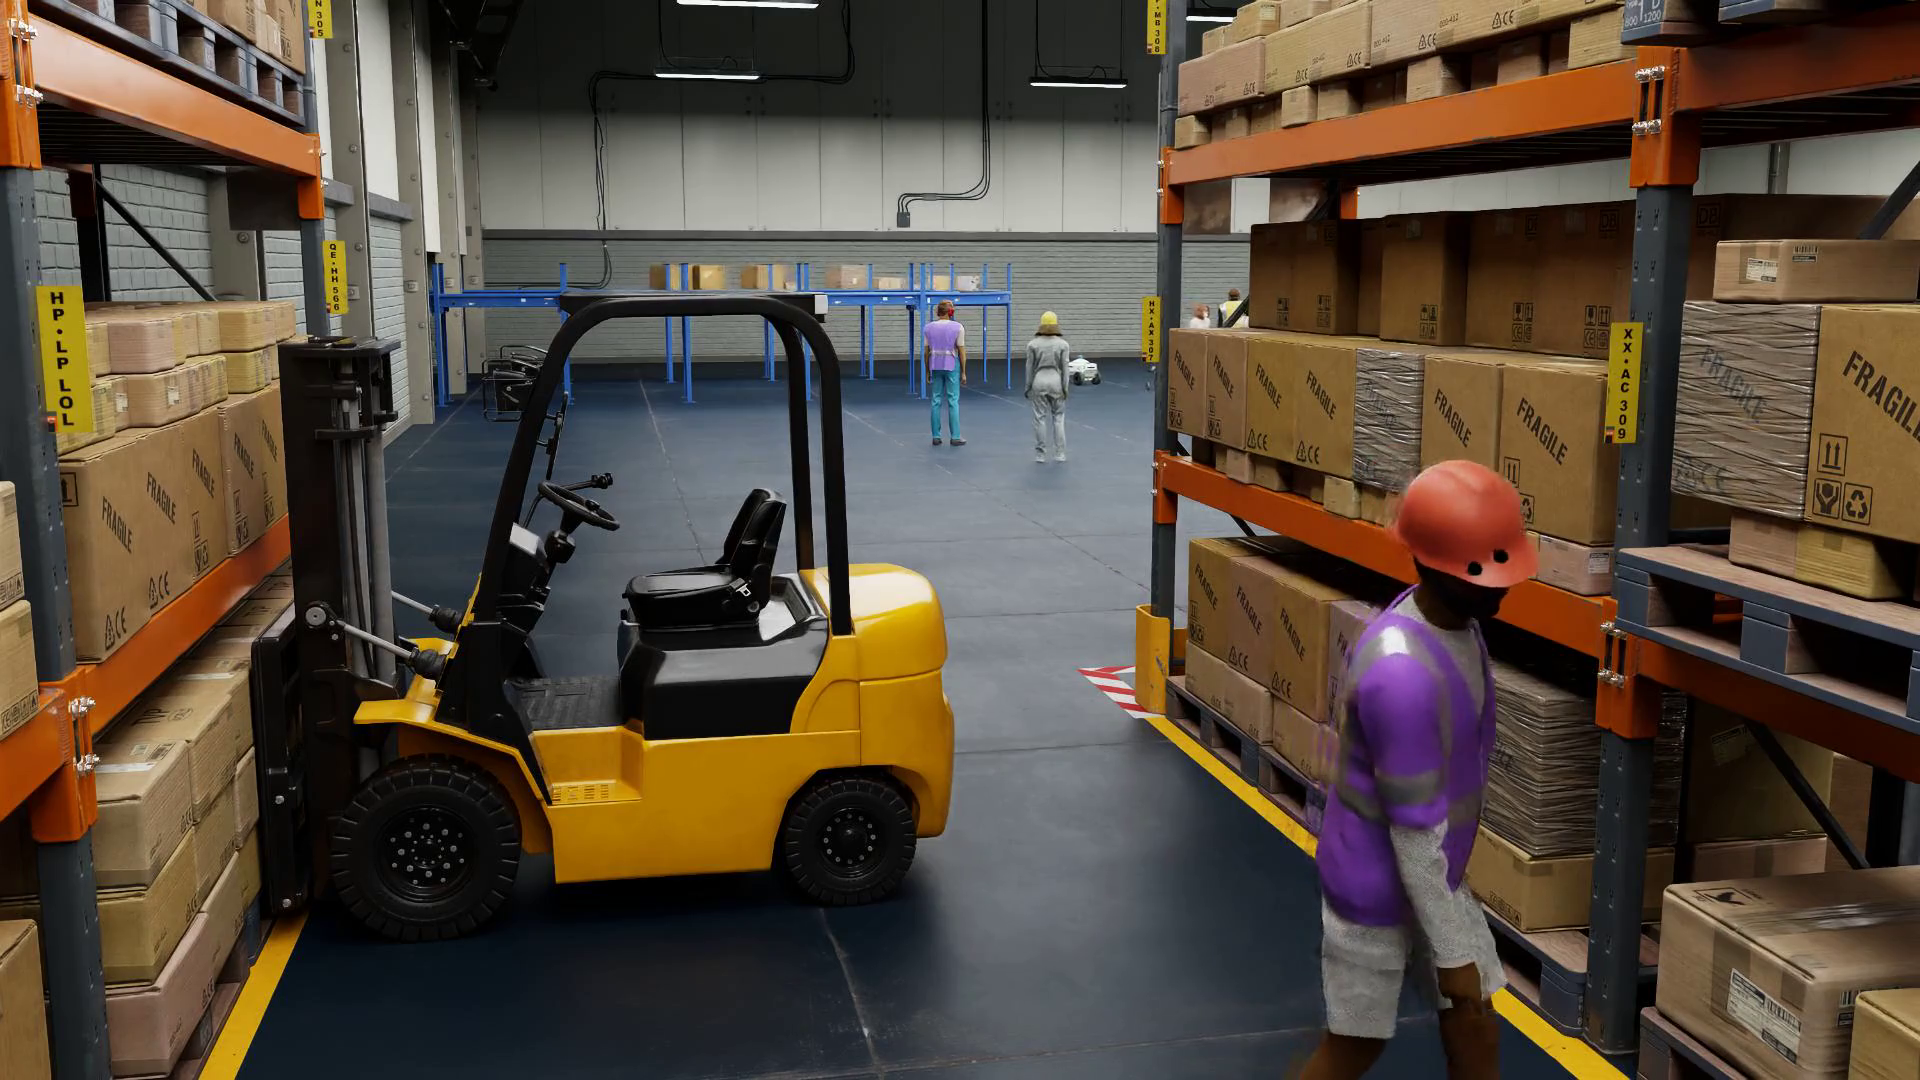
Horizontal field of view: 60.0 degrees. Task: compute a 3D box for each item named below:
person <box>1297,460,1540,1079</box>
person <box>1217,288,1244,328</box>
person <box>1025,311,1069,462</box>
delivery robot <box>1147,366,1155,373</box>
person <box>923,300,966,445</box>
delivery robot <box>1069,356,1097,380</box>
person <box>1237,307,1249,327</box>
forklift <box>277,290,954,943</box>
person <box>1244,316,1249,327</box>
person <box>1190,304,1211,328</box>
[{"bbox_3d":[1.019,0.743,3.538,0.823,1.869,0.620,7,12,36],"label":"person"},{"bbox_3d":[5.399,-4.043,32.842,0.626,1.833,0.428,3,10,16],"label":"person"},{"bbox_3d":[1.011,-1.774,19.275,0.507,1.742,0.309,0,9,1],"label":"person"},{"bbox_3d":[3.714,-3.182,30.516,0.335,0.223,0.698,-5,11,-28],"label":"delivery robot"},{"bbox_3d":[-0.193,-2.130,21.146,0.563,1.838,0.390,4,10,21],"label":"person"},{"bbox_3d":[2.331,-3.319,32.138,0.477,0.478,0.707,-6,11,-30],"label":"delivery robot"},{"bbox_3d":[4.173,-2.586,23.943,0.450,1.828,0.655,-5,10,-26],"label":"person"},{"bbox_3d":[-1.179,0.175,6.143,2.313,2.155,1.214,-2,10,-12],"label":"forklift"},{"bbox_3d":[4.144,-2.460,22.962,0.643,1.905,0.400,-5,11,-28],"label":"person"},{"bbox_3d":[4.389,-3.549,30.609,0.521,1.566,0.825,-6,11,-33],"label":"person"}]
